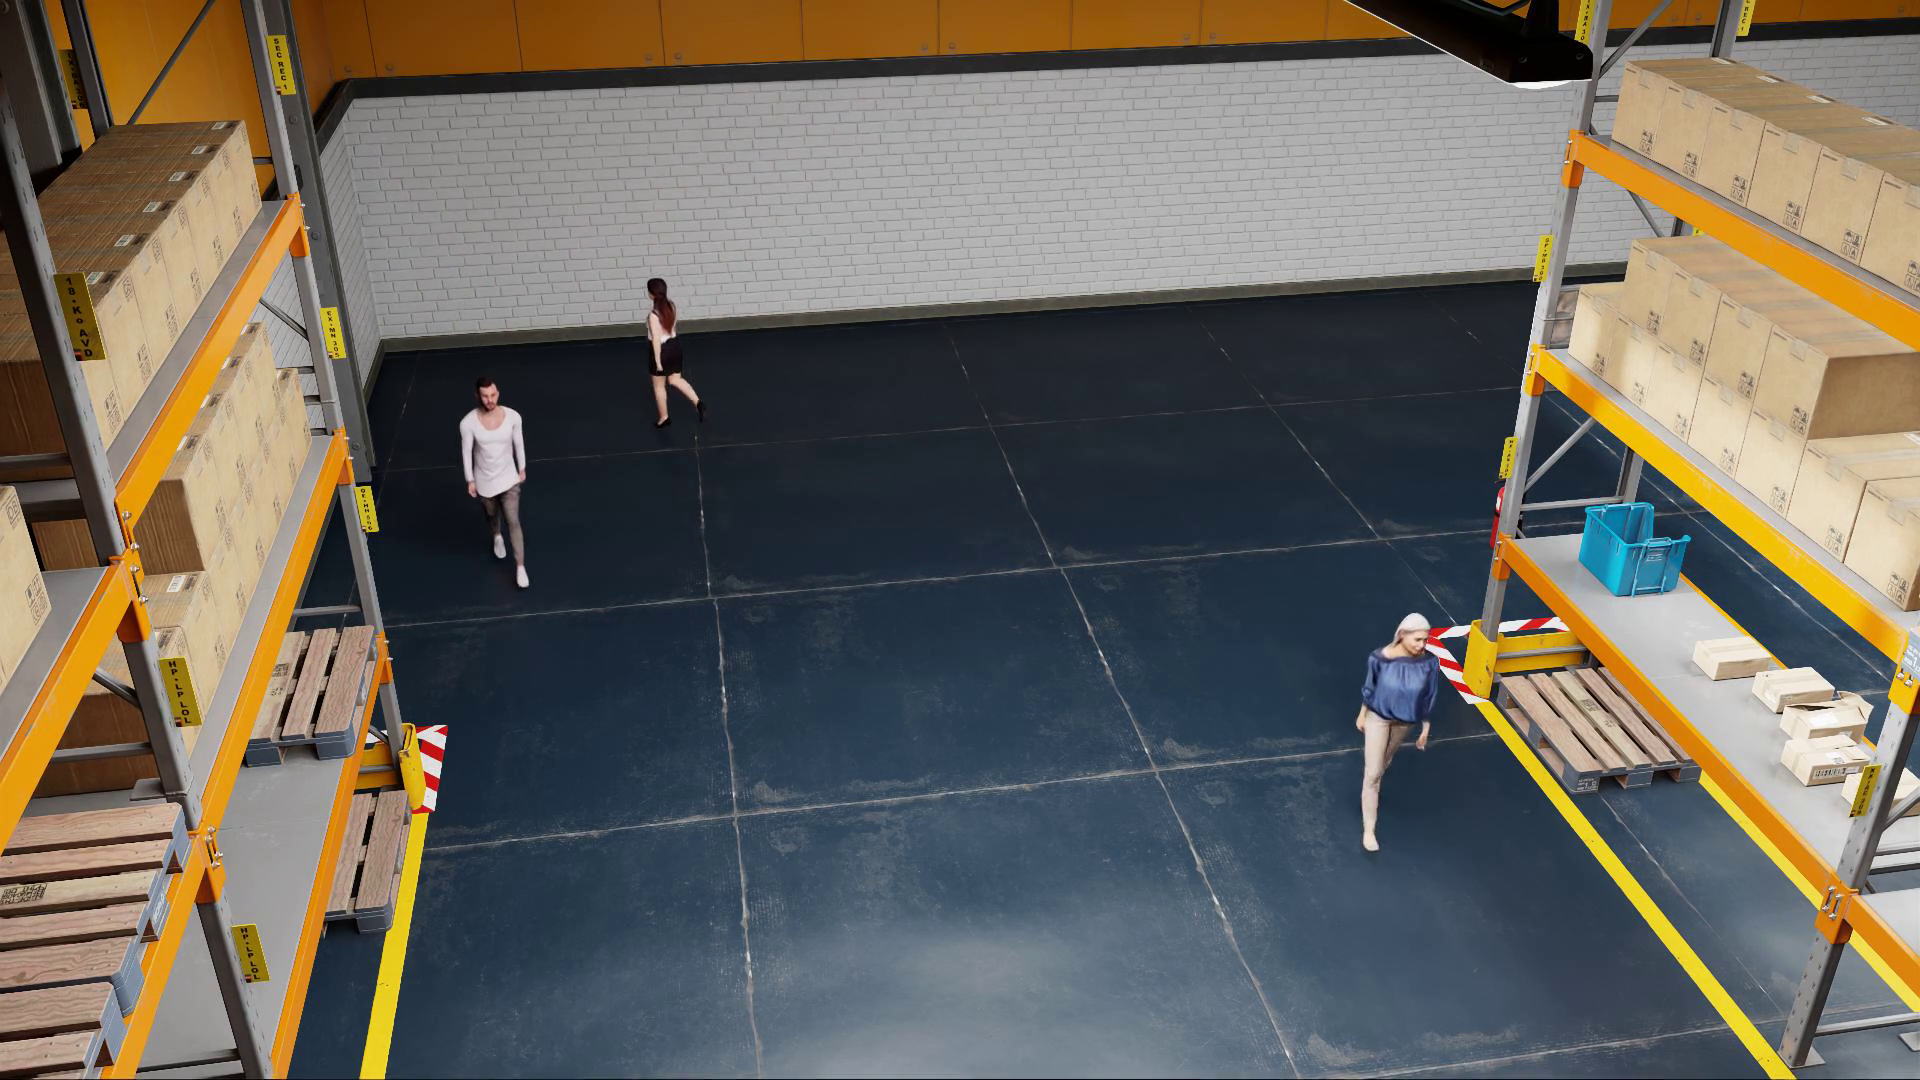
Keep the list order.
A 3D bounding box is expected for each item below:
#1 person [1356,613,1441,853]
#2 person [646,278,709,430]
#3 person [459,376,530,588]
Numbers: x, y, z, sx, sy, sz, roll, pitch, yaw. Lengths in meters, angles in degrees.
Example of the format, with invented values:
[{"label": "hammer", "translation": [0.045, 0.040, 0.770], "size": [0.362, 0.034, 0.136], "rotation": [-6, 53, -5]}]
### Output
[{"label": "person", "translation": [2.863, 1.162, 11.104], "size": [0.763, 1.658, 1.062], "rotation": [2, 29, 4]}, {"label": "person", "translation": [-2.863, -1.819, 16.598], "size": [0.937, 1.631, 0.916], "rotation": [14, 32, 24]}, {"label": "person", "translation": [-3.956, -0.559, 14.114], "size": [0.773, 1.799, 1.186], "rotation": [-9, 30, -15]}]
